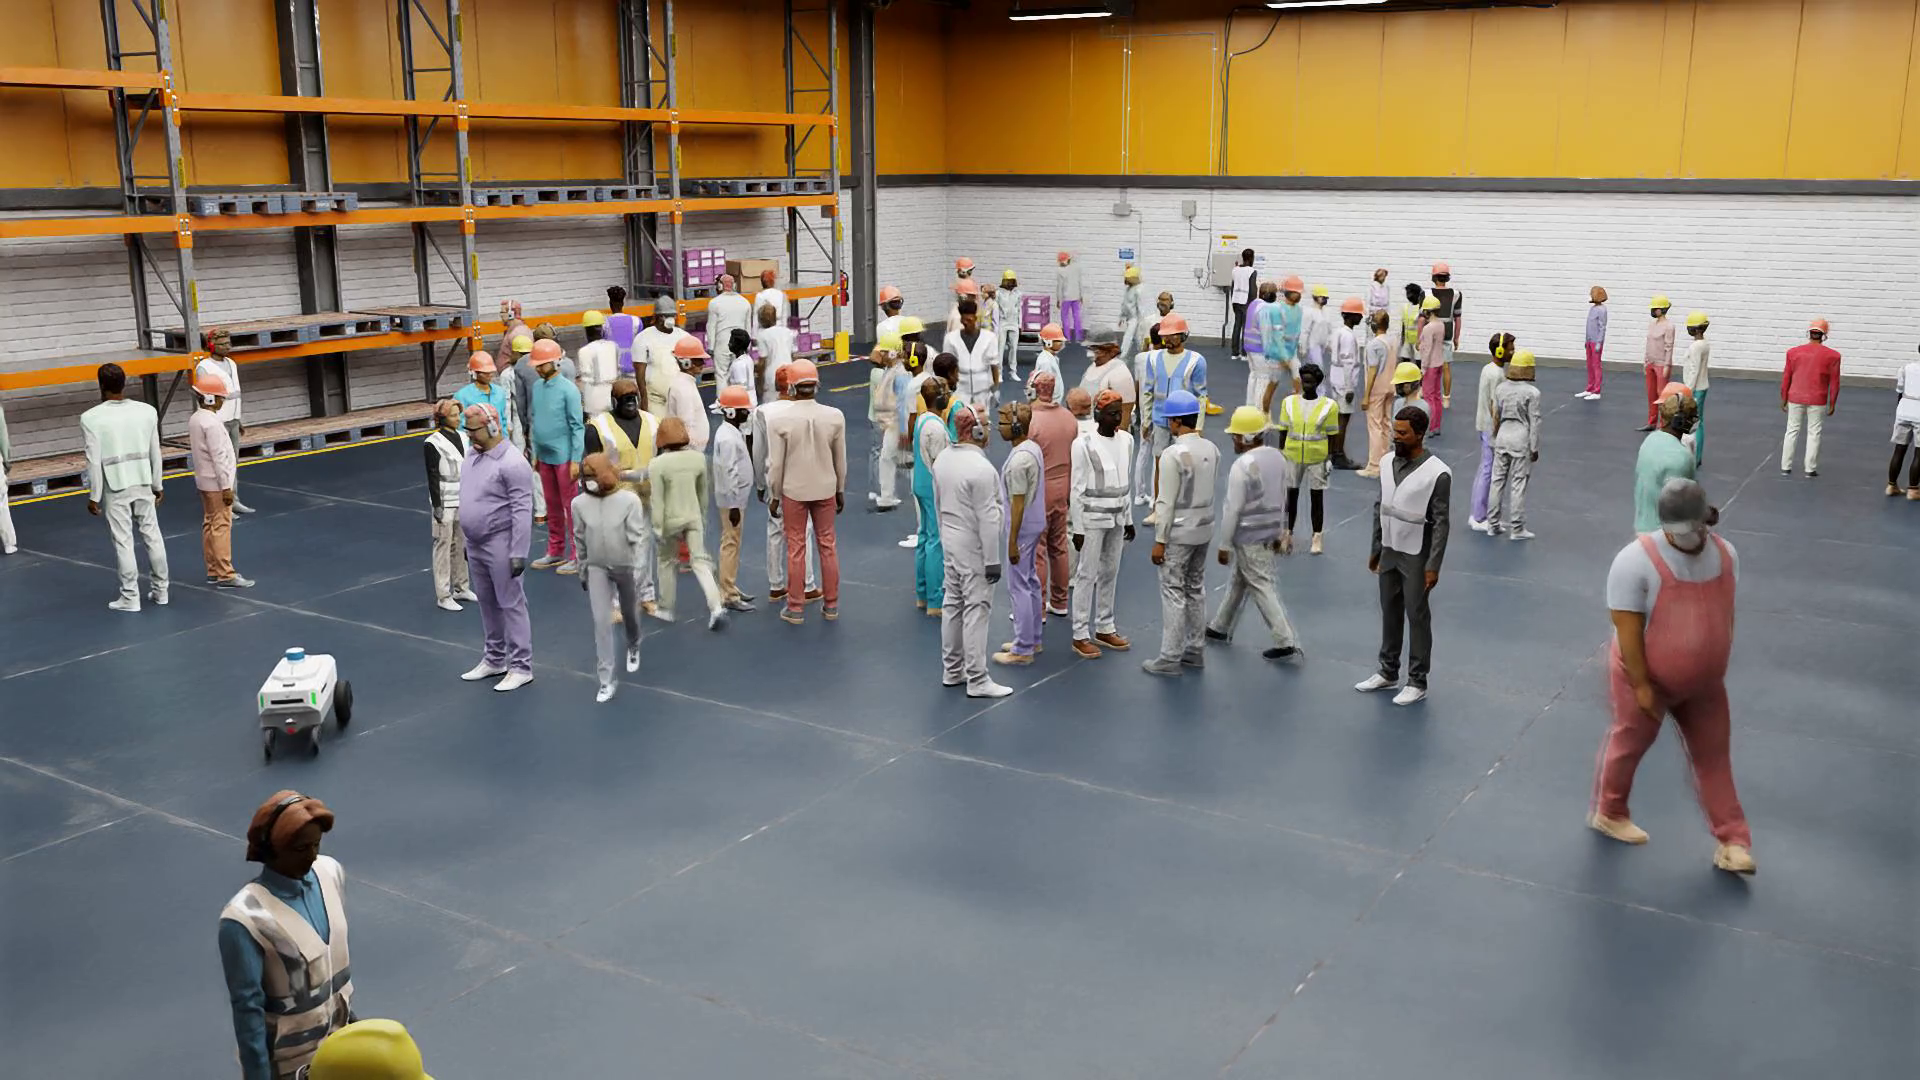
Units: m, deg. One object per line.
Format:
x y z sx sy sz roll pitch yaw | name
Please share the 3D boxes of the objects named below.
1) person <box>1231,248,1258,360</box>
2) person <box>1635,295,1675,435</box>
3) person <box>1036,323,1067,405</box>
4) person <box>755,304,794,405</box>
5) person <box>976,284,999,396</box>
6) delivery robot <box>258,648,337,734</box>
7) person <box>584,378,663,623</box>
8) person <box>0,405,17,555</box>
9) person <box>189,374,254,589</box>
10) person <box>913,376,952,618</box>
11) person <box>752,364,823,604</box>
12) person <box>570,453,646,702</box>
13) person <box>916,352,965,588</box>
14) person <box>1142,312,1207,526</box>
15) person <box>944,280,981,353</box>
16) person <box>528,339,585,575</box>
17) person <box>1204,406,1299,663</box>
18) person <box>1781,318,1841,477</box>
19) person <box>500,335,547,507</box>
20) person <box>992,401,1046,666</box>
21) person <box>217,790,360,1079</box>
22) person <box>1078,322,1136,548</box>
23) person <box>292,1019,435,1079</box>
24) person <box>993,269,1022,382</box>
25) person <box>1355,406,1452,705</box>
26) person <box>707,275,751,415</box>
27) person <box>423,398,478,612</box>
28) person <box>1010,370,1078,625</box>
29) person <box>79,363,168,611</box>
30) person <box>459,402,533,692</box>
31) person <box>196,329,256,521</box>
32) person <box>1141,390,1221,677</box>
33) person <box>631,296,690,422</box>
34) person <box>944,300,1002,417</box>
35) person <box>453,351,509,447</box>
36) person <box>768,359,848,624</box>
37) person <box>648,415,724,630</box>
4.899 -4.063 28.704 0.371 1.915 0.597 -8 15 -31 | person
8.806 -2.212 21.031 0.338 1.761 0.529 -2 13 -9 | person
0.955 -1.408 17.543 0.338 1.749 0.573 1 13 3 | person
-2.128 -1.810 19.188 0.511 1.810 0.474 -12 18 -43 | person
0.408 -2.944 24.446 0.307 1.644 0.514 -7 15 -29 | person
-3.974 0.891 9.991 0.477 0.478 0.707 -2 13 -11 | delivery robot
-2.494 -0.303 12.556 0.634 1.842 0.429 -10 16 -36 | person
-8.555 -0.649 14.500 0.513 1.640 0.313 -9 16 -35 | person
-6.031 -0.478 13.527 0.333 1.743 0.563 -11 17 -39 | person
-0.181 -0.330 12.667 0.346 1.847 0.506 -4 14 -17 | person
-1.336 -0.434 13.032 0.577 1.882 0.349 4 14 18 | person
-2.296 0.192 11.003 0.505 1.596 0.846 0 13 0 | person
-0.144 -0.566 13.535 0.392 1.916 0.591 -9 16 -35 | person
1.991 -1.112 15.625 0.616 2.041 0.382 7 15 29 | person
0.005 -2.285 20.917 0.545 1.963 0.625 3 13 12 | person
-3.395 -0.700 13.958 0.612 1.988 0.406 11 17 41 | person
2.034 -0.049 11.614 0.946 1.779 0.597 11 17 40 | person
9.310 -1.557 18.225 0.573 1.739 0.355 9 16 33 | person
-4.288 -1.155 16.468 0.312 1.743 0.493 12 18 42 | person
0.415 -0.046 11.461 0.340 1.838 0.507 3 13 14 | person
-1.995 1.536 5.024 0.313 1.639 0.513 3 13 14 | person
1.238 -0.931 14.842 0.535 2.000 0.688 -5 14 -20 | person
-1.217 1.827 3.506 0.339 1.761 0.524 -1 13 -4 | person
0.752 -3.343 25.953 0.487 1.746 0.288 -5 14 -21 | person
2.873 0.089 10.689 0.384 1.918 0.596 -7 15 -29 | person
-3.153 -2.650 22.630 0.654 1.895 0.401 -10 16 -36 | person
-3.935 -0.282 12.904 0.304 1.642 0.514 4 14 17 | person
0.597 -0.322 12.497 0.403 1.906 0.652 11 17 40 | person
-6.425 -0.401 12.821 0.393 1.916 0.590 9 16 34 | person
-3.079 0.040 10.940 0.651 1.901 0.409 11 17 40 | person
-7.147 -1.122 16.098 0.373 1.843 0.570 1 13 4 | person
1.506 -0.044 11.244 0.421 1.932 0.624 11 17 38 | person
-3.059 -1.547 17.517 0.683 2.000 0.537 -10 17 -38 | person
0.139 -1.656 18.218 0.635 1.940 0.567 0 13 1 | person
-4.292 -0.838 15.069 0.341 1.752 0.563 8 15 33 | person
-1.142 -0.362 12.474 0.613 1.995 0.379 -5 14 -22 | person
-2.031 -0.124 12.325 0.509 1.593 0.808 -10 16 -37 | person
